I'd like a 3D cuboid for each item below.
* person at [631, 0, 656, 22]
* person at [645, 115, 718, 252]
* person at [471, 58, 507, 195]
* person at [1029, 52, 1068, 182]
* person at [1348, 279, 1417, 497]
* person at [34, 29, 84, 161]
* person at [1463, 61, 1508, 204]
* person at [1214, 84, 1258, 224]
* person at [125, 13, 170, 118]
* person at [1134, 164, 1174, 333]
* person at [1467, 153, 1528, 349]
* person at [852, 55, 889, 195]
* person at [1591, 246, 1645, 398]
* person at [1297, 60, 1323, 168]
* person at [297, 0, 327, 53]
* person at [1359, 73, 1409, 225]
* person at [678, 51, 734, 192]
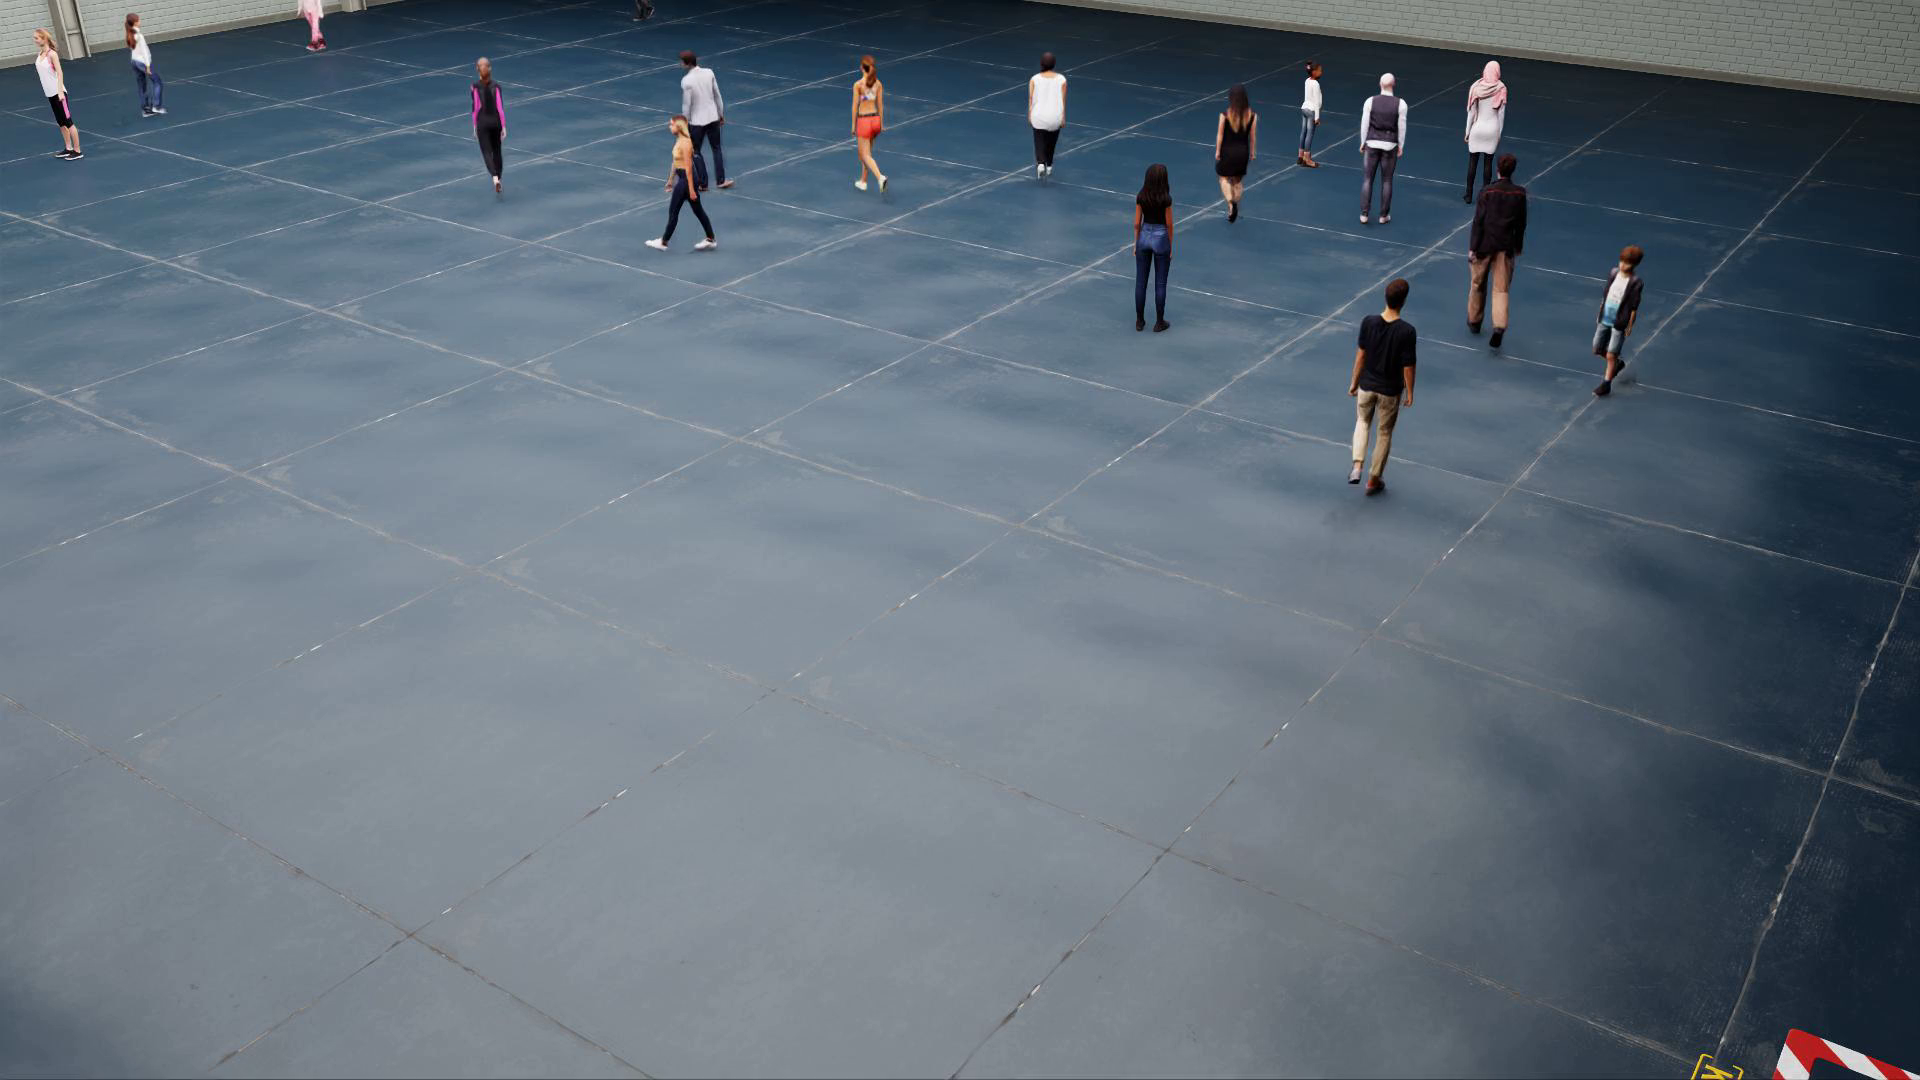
[{"bbox_3d":[-6.084,-10.758,31.630,0.823,1.702,0.811,-15,31,-27],"label":"person"},{"bbox_3d":[-3.107,-4.158,19.474,1.097,1.589,1.013,-6,28,-11],"label":"person"},{"bbox_3d":[-6.124,-5.354,21.656,1.075,1.719,0.989,-11,29,-21],"label":"person"},{"bbox_3d":[1.150,-5.659,22.310,1.020,1.661,1.146,-1,27,-1],"label":"person"},{"bbox_3d":[3.367,-1.186,13.423,0.685,1.845,0.682,15,31,27],"label":"person"},{"bbox_3d":[-12.673,-6.264,23.346,0.599,1.788,0.508,18,33,32],"label":"person"},{"bbox_3d":[6.713,-5.218,21.298,0.689,1.803,0.675,9,28,16],"label":"person"},{"bbox_3d":[3.379,-4.678,20.359,0.880,1.703,0.939,-4,28,-8],"label":"person"},{"bbox_3d":[-12.673,-7.296,25.614,0.572,1.547,0.632,11,29,20],"label":"person"},{"bbox_3d":[1.980,-2.997,17.054,0.614,1.739,0.606,9,29,18],"label":"person"},{"bbox_3d":[5.368,-2.870,16.635,1.096,1.899,1.299,2,27,4],"label":"person"},{"bbox_3d":[-1.168,-5.351,21.592,1.076,1.770,0.906,-16,31,-28],"label":"person"},{"bbox_3d":[6.179,-2.063,15.572,0.813,1.437,0.695,-16,31,-27],"label":"person"},{"bbox_3d":[4.861,-5.925,23.059,0.658,1.449,0.603,-6,28,-11],"label":"person"},{"bbox_3d":[-11.791,-9.649,30.330,0.728,1.413,0.992,9,28,16],"label":"person"},{"bbox_3d":[5.187,-4.823,20.511,0.761,1.822,0.704,8,28,14],"label":"person"},{"bbox_3d":[-3.311,-5.530,21.892,0.636,1.814,0.974,-12,30,-22],"label":"person"}]
